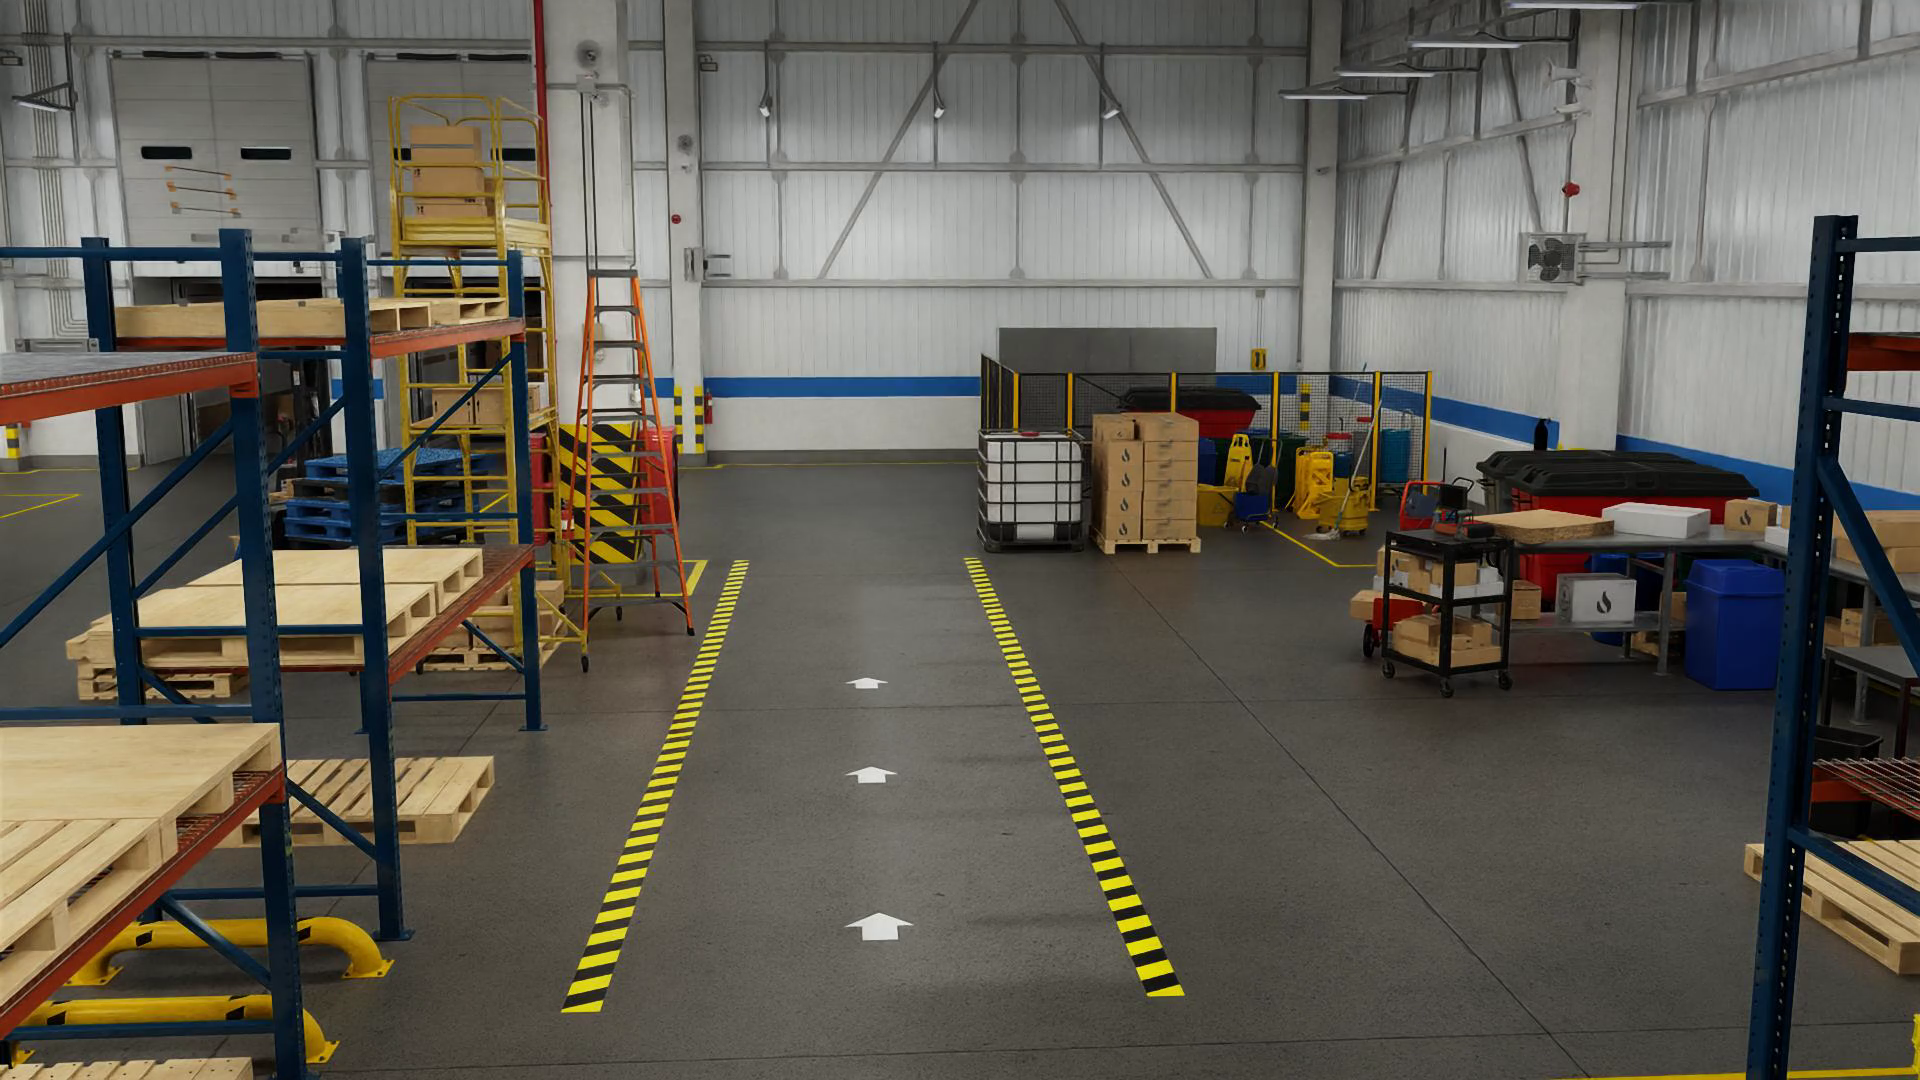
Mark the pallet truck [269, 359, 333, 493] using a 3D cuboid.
[{"bbox_3d":[-7.062,-1.131,18.996,1.885,1.965,0.823,2,9,13],"label":"pallet truck"}]
